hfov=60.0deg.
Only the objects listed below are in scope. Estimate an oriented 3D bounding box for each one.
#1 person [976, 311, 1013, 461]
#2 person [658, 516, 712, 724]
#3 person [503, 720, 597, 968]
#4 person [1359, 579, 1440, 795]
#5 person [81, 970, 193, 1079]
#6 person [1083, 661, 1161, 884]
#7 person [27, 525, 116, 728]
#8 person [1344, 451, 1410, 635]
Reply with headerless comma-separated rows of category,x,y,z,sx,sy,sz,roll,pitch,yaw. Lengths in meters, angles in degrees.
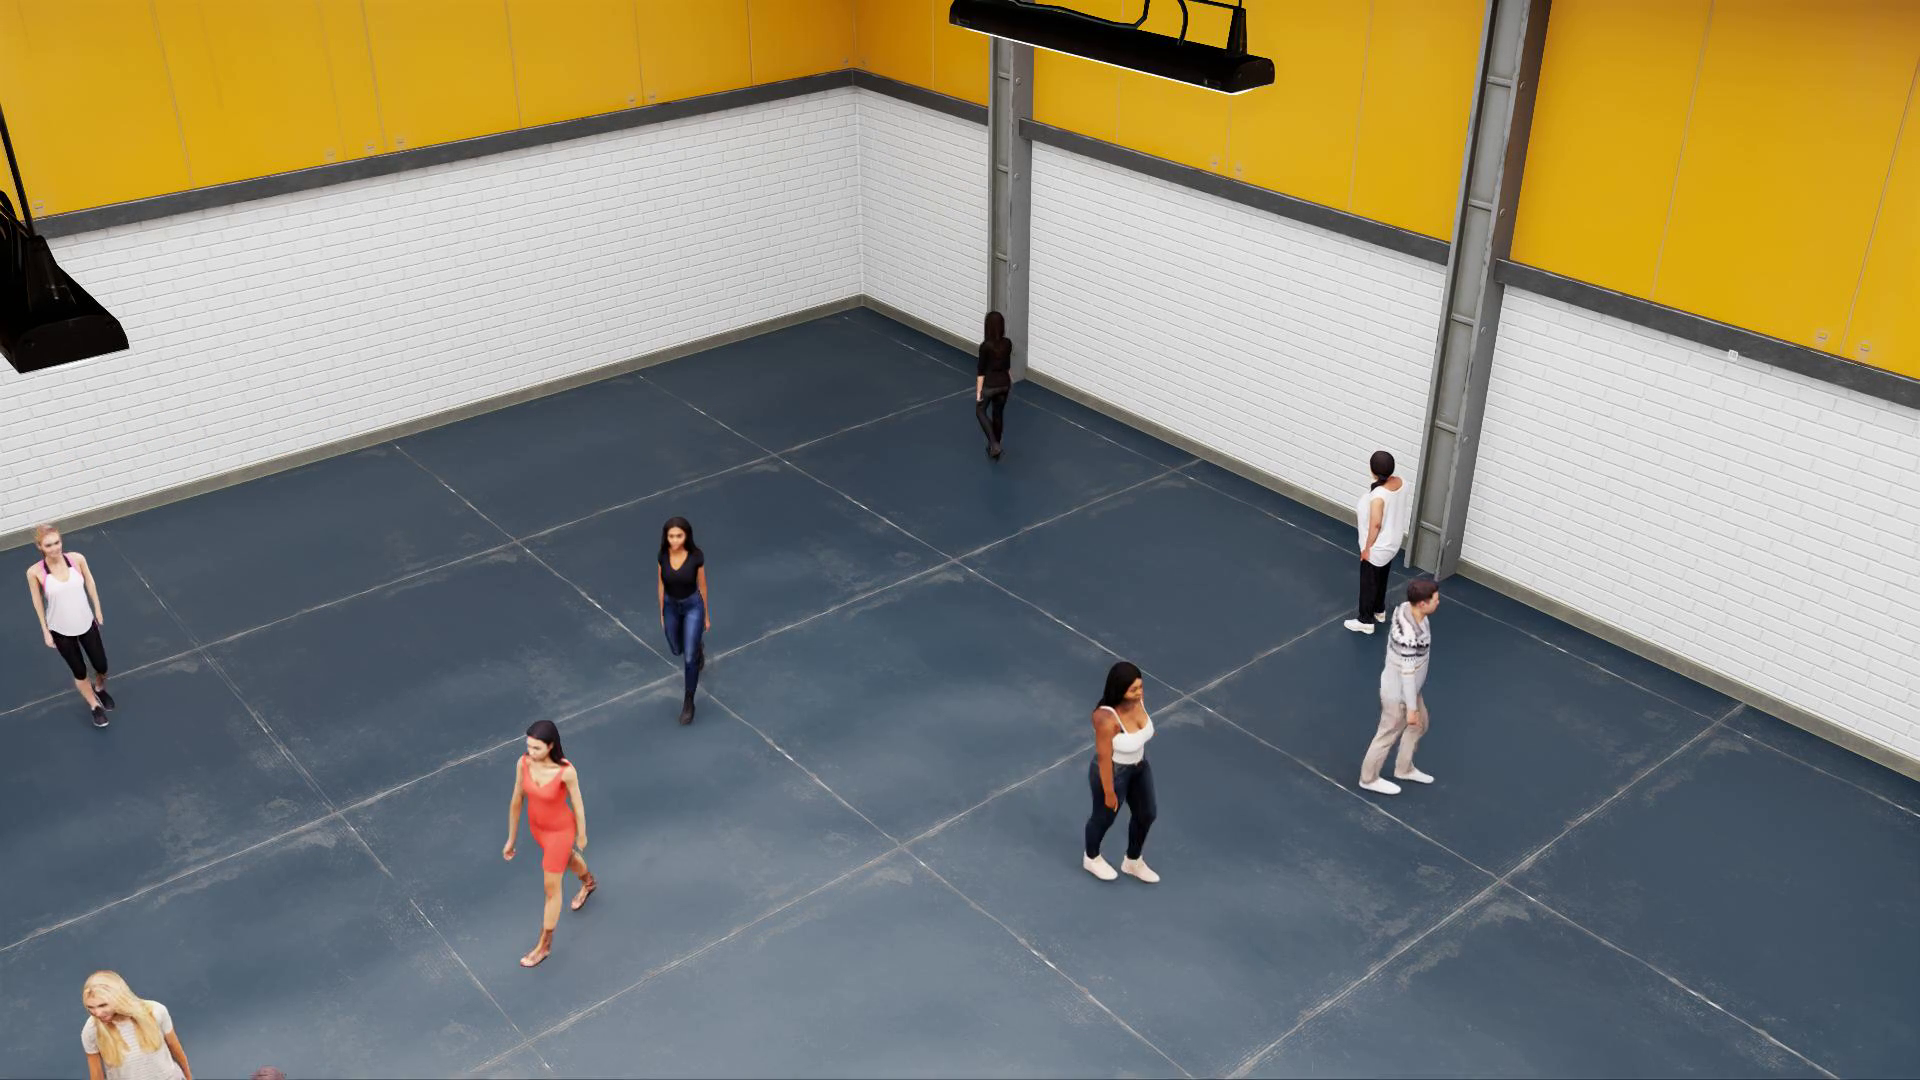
person,0.394,-1.557,17.216,0.664,1.630,0.771,-14,32,-24
person,-2.175,0.557,13.247,0.990,1.719,1.041,3,29,5
person,-2.621,1.868,10.899,1.167,1.666,1.024,12,31,20
person,3.149,1.070,12.183,0.978,1.837,0.923,8,30,14
person,-4.330,2.920,8.839,0.718,1.791,1.133,-17,33,-29
person,1.000,1.558,11.337,0.800,1.792,0.712,23,36,36
person,-6.971,0.649,13.020,0.613,1.775,0.647,-21,35,-33
person,3.586,0.001,14.299,0.653,1.689,0.685,23,36,35
